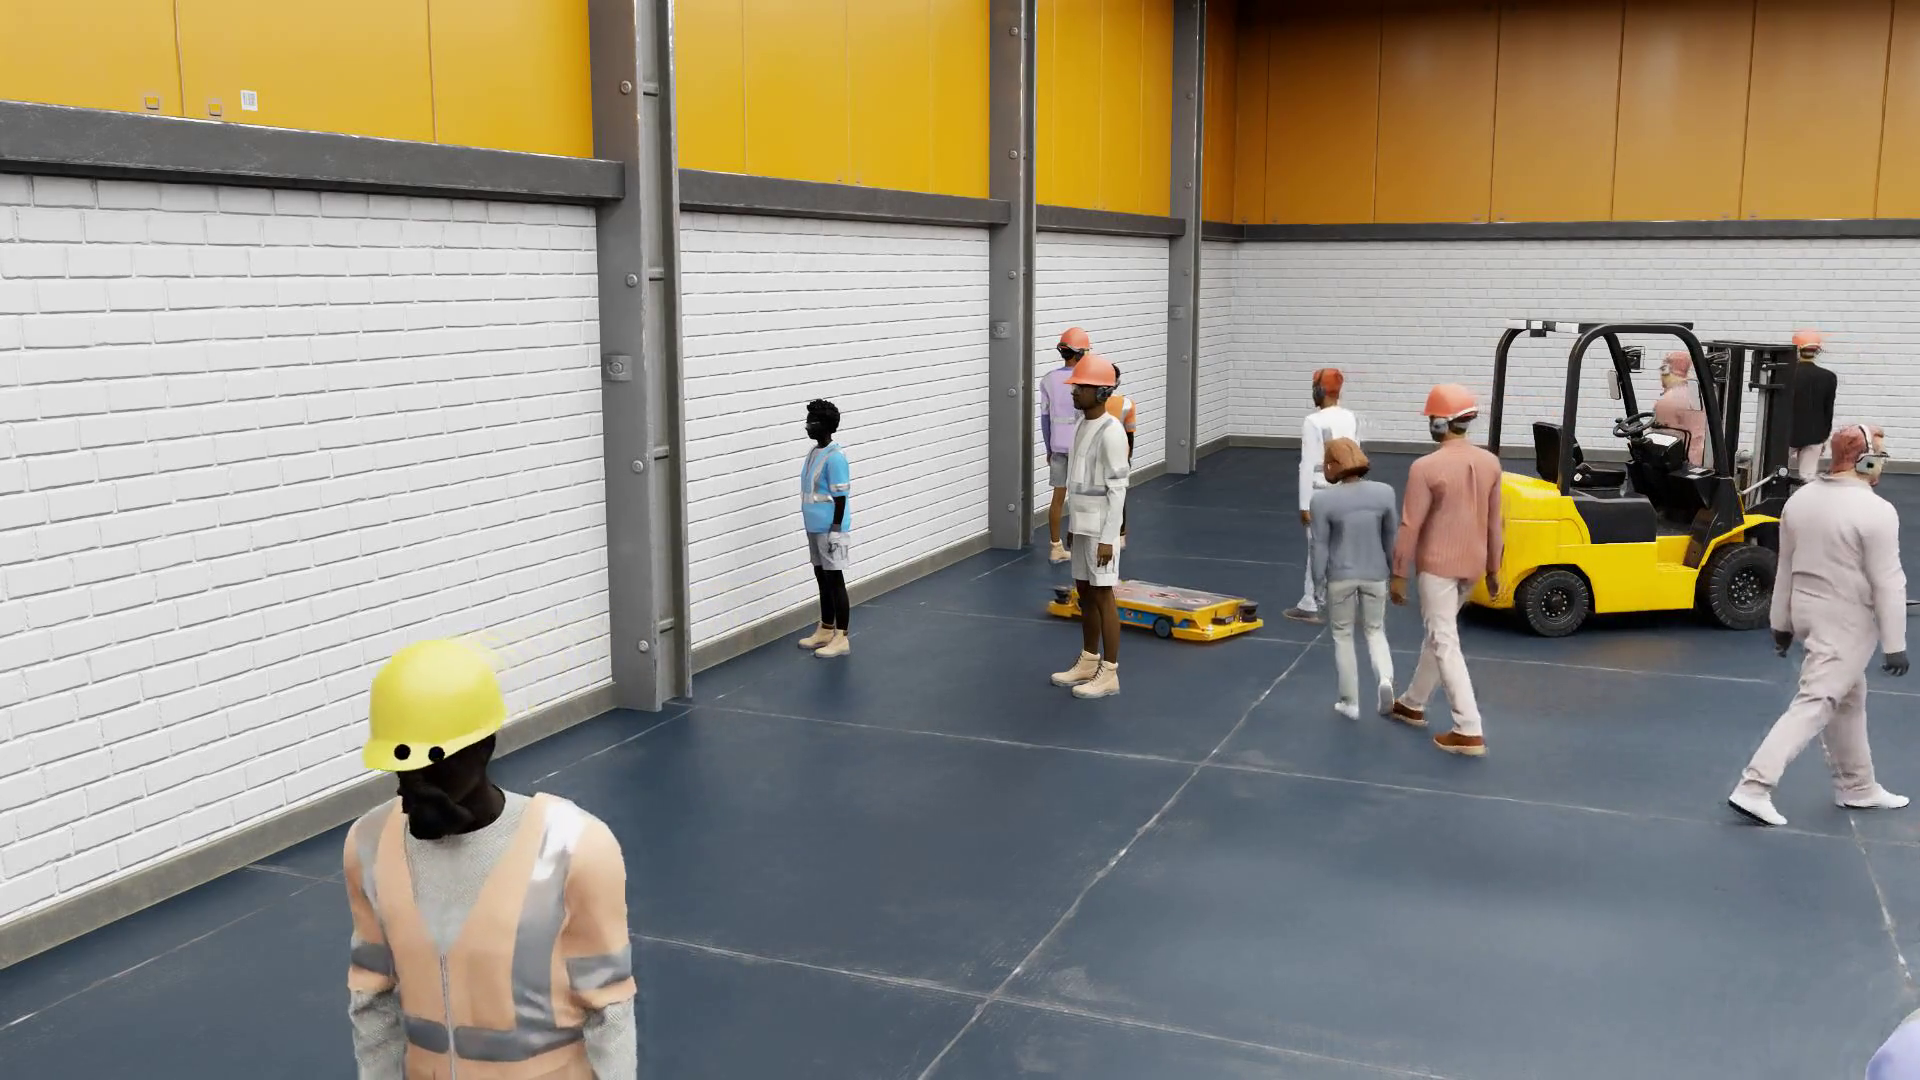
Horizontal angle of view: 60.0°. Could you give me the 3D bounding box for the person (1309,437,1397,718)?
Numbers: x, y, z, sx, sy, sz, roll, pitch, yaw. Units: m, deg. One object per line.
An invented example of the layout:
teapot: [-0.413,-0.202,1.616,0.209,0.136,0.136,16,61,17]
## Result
person: [2.233,0.234,9.290,0.558,1.609,0.501,-1,9,-4]

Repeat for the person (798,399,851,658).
person: [-0.893,-0.080,10.970,0.316,1.696,0.541,-4,10,-24]

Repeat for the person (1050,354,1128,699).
person: [0.781,-0.084,9.929,0.370,2.048,0.607,-3,10,-18]

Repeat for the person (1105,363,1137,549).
person: [1.327,-0.750,15.056,0.535,1.689,0.320,-1,9,-4]

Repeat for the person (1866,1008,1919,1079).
person: [1.537,1.243,2.295,0.568,1.907,0.726,-4,10,-22]

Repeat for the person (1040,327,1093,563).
person: [0.970,-0.794,14.245,0.608,2.044,0.370,8,12,39]

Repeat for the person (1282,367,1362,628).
person: [2.656,-0.287,11.742,0.578,1.862,0.813,-8,12,-39]

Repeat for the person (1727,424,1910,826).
person: [3.998,0.395,7.629,1.000,1.861,0.650,-1,9,-5]

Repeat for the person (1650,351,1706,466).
person: [5.698,-0.556,13.290,0.400,1.886,0.752,9,13,43]

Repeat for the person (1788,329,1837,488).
person: [7.727,-0.943,15.334,0.616,1.981,0.460,1,9,3]

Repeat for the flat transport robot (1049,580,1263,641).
flat transport robot: [1.384,0.481,11.879,1.431,0.197,0.652,9,13,43]

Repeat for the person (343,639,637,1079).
person: [-0.892,1.103,3.182,0.598,1.900,0.517,4,10,21]

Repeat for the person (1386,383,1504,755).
person: [2.587,0.131,8.953,0.638,1.950,0.931,-5,11,-29]

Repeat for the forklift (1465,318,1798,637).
forklift: [4.706,-0.497,11.990,2.313,2.155,1.214,-2,10,-10]
